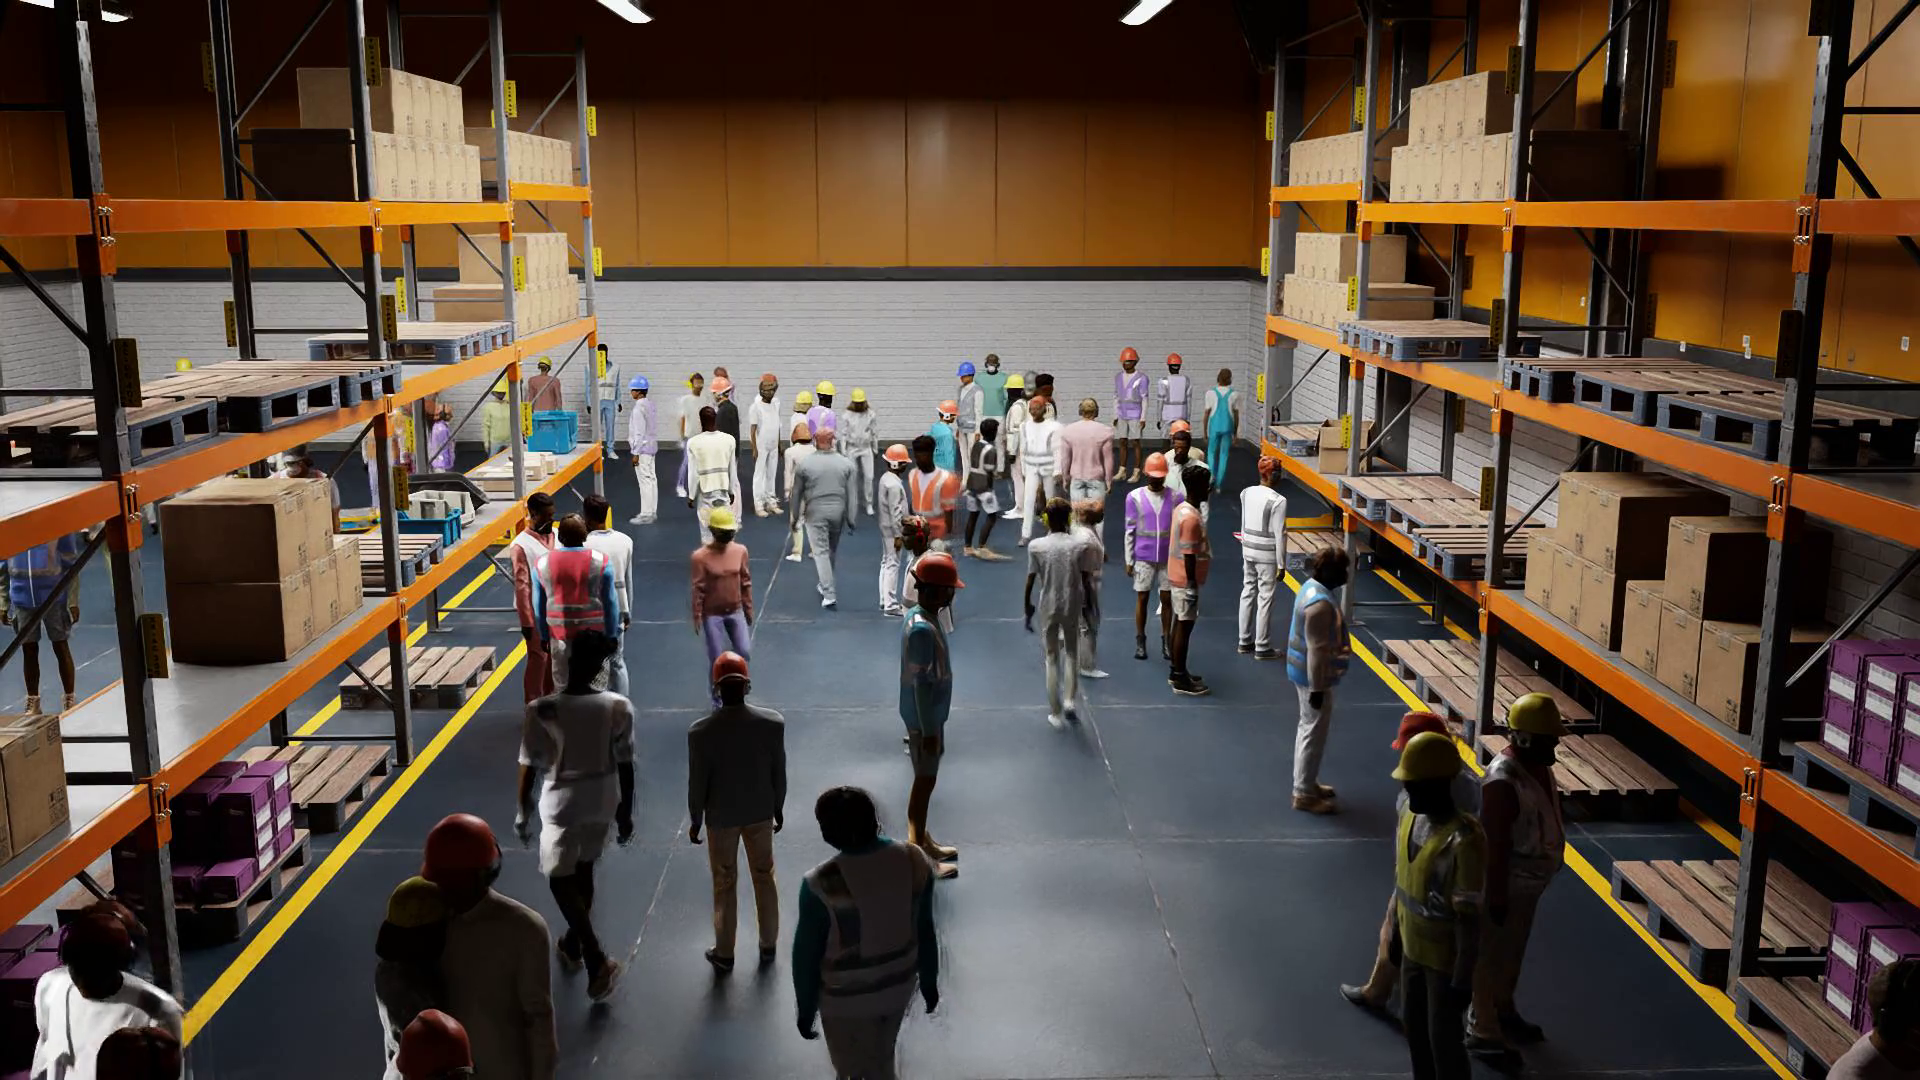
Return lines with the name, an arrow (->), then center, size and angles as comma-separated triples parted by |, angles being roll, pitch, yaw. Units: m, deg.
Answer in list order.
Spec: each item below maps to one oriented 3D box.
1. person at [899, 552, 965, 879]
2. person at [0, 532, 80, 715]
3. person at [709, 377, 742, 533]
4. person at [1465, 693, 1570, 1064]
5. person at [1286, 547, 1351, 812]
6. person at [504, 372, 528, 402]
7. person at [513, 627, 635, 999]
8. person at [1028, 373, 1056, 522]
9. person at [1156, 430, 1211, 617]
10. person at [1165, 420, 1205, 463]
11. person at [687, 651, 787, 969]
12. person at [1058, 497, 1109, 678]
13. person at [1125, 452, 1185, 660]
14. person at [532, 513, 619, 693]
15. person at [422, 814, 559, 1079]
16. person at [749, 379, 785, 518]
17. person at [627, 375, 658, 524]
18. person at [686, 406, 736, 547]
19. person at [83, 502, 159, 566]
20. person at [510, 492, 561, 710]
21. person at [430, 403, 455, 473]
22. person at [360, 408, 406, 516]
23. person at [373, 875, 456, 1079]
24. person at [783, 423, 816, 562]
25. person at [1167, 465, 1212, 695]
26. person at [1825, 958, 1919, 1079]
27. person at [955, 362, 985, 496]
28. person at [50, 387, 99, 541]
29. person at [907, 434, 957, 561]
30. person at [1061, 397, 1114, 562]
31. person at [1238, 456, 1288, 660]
person -> -0.173, 1.073, 10.290 | 0.405, 2.032, 0.610 | 0, 11, 1
person -> -7.332, 0.474, 13.240 | 0.607, 2.048, 0.370 | -2, 12, -12
person -> -2.994, -1.087, 21.206 | 0.398, 1.989, 0.621 | 1, 11, 7
person -> 2.706, 1.619, 8.057 | 0.403, 1.825, 0.593 | 8, 14, 36
person -> 2.464, 0.945, 11.446 | 0.432, 1.827, 0.655 | 2, 12, 11
person -> -6.748, -1.769, 25.256 | 0.314, 1.741, 0.494 | 5, 12, 24
person -> -1.984, 1.431, 8.777 | 0.638, 1.919, 0.843 | -8, 14, -33
person -> 1.101, -1.223, 21.953 | 0.367, 1.966, 0.607 | -6, 13, -26
person -> 2.233, -0.171, 16.836 | 0.586, 1.910, 0.395 | 3, 12, 16
person -> 2.495, -0.486, 18.824 | 0.567, 1.742, 0.355 | -6, 13, -28
person -> -1.217, 1.461, 9.053 | 0.563, 1.742, 0.339 | -5, 12, -24
person -> 1.044, 0.414, 14.598 | 0.490, 1.619, 0.541 | 2, 11, 7
person -> 1.785, 0.148, 15.185 | 0.549, 1.927, 0.393 | 0, 11, -2
person -> -2.885, 0.706, 12.588 | 0.628, 1.847, 0.429 | 0, 11, -2
person -> -1.761, 1.936, 6.077 | 0.617, 1.986, 0.411 | 4, 12, 17
person -> -2.584, -1.232, 22.302 | 0.345, 1.847, 0.504 | 10, 15, 41
person -> -4.149, -1.180, 21.784 | 0.387, 1.947, 0.605 | 1, 11, 5
person -> -2.787, -0.549, 18.701 | 0.592, 1.916, 0.392 | -7, 13, -33
person -> -8.599, -0.200, 17.030 | 0.704, 1.871, 0.751 | -6, 13, -29
person -> -3.335, 0.554, 13.201 | 0.396, 1.908, 0.599 | 4, 12, 17
person -> -6.642, -0.946, 21.415 | 0.318, 1.631, 0.524 | -5, 12, -25
person -> -7.427, -1.086, 21.475 | 0.618, 1.917, 0.478 | 1, 11, 3
person -> -1.946, 2.060, 6.085 | 0.320, 1.737, 0.487 | -8, 14, -35
person -> -1.833, -0.562, 19.497 | 0.508, 1.625, 0.286 | -8, 14, -35
person -> 1.953, 0.325, 14.190 | 0.370, 1.965, 0.608 | 0, 11, 2
person -> 2.755, 2.170, 5.009 | 0.372, 1.940, 0.631 | 11, 15, 42
person -> 0.125, -1.594, 23.892 | 0.416, 1.939, 0.605 | -7, 13, -31
person -> -10.633, -0.840, 19.843 | 0.692, 2.000, 0.674 | -5, 12, -24
person -> -0.282, -0.072, 16.234 | 0.643, 1.942, 0.431 | 9, 14, 38
person -> 1.480, -0.690, 19.350 | 0.629, 1.940, 0.377 | 3, 12, 17
person -> 2.778, 0.162, 15.251 | 0.350, 1.878, 0.568 | -7, 13, -32
